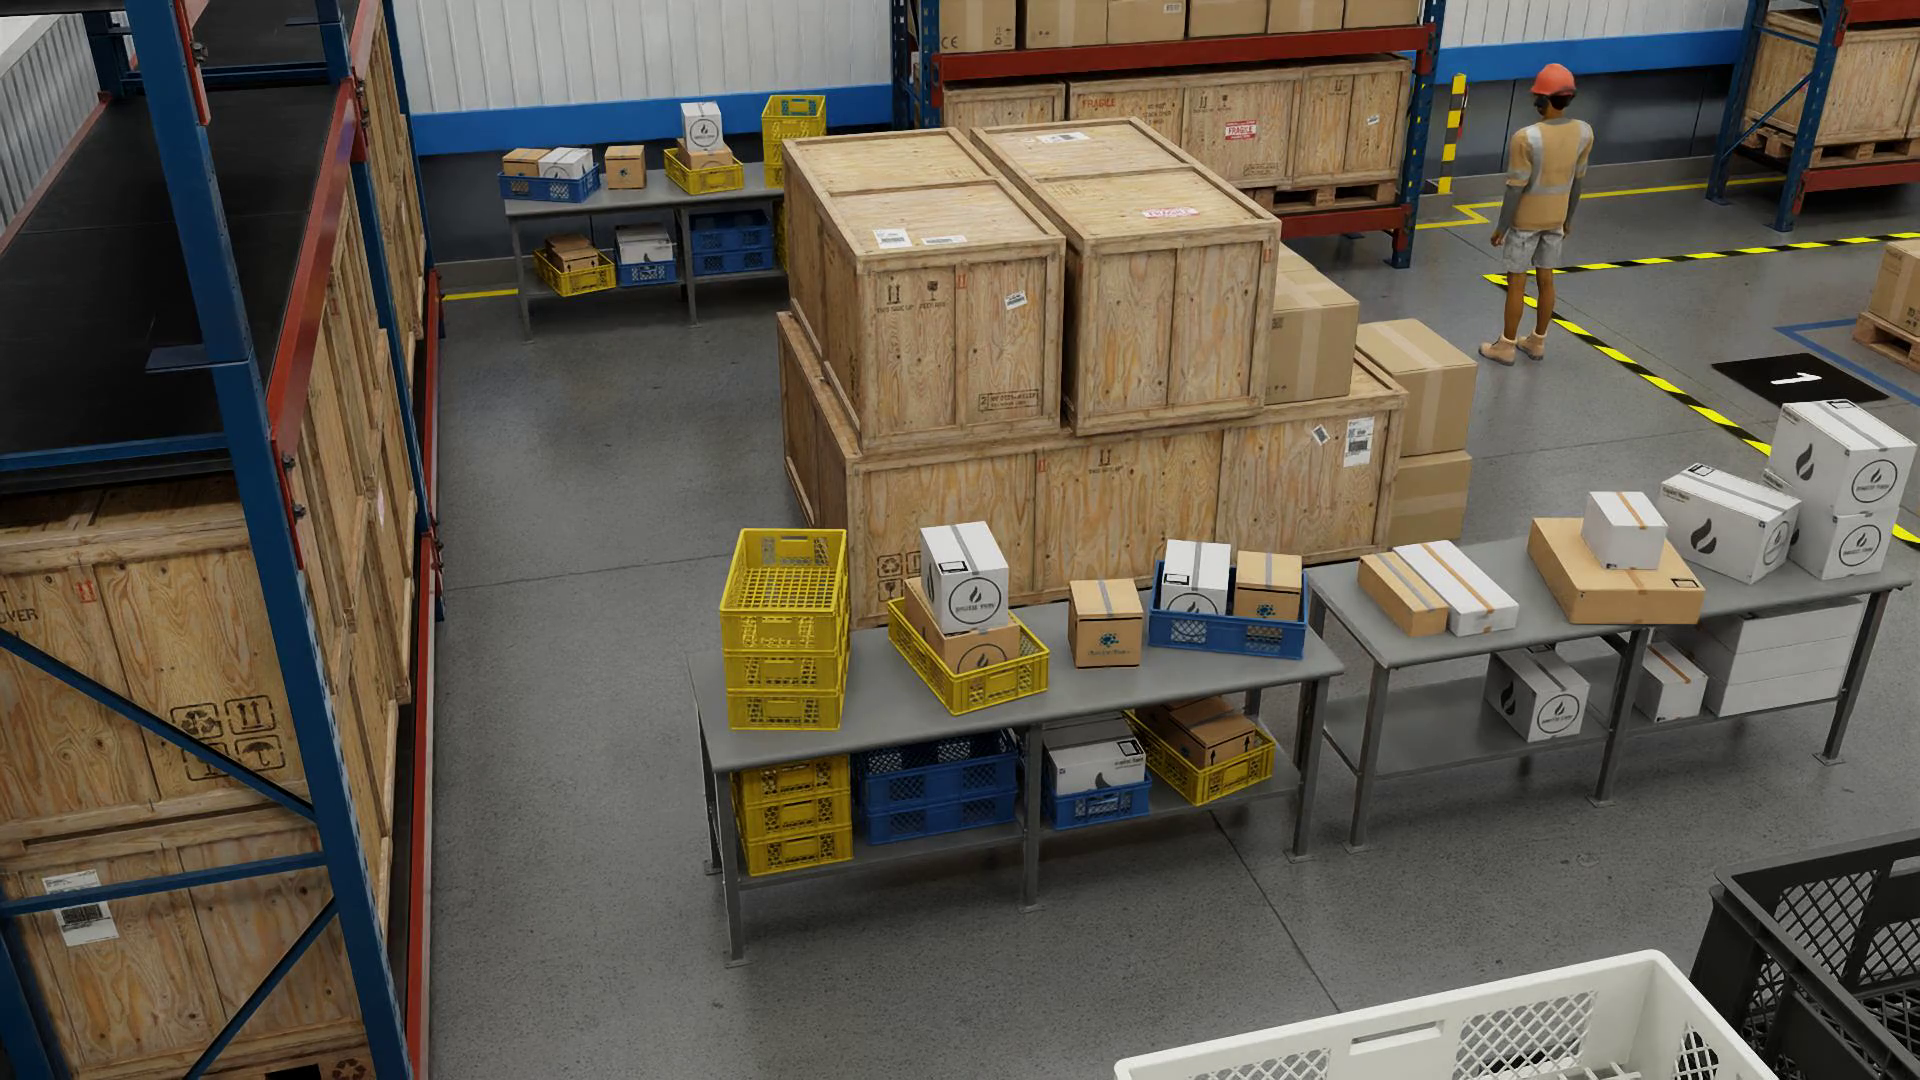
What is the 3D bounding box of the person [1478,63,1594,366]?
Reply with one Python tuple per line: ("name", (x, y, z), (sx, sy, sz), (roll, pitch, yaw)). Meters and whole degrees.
("person", (3.876, -2.176, 11.228), (0.604, 2.044, 0.376), (-9, 30, -16))
